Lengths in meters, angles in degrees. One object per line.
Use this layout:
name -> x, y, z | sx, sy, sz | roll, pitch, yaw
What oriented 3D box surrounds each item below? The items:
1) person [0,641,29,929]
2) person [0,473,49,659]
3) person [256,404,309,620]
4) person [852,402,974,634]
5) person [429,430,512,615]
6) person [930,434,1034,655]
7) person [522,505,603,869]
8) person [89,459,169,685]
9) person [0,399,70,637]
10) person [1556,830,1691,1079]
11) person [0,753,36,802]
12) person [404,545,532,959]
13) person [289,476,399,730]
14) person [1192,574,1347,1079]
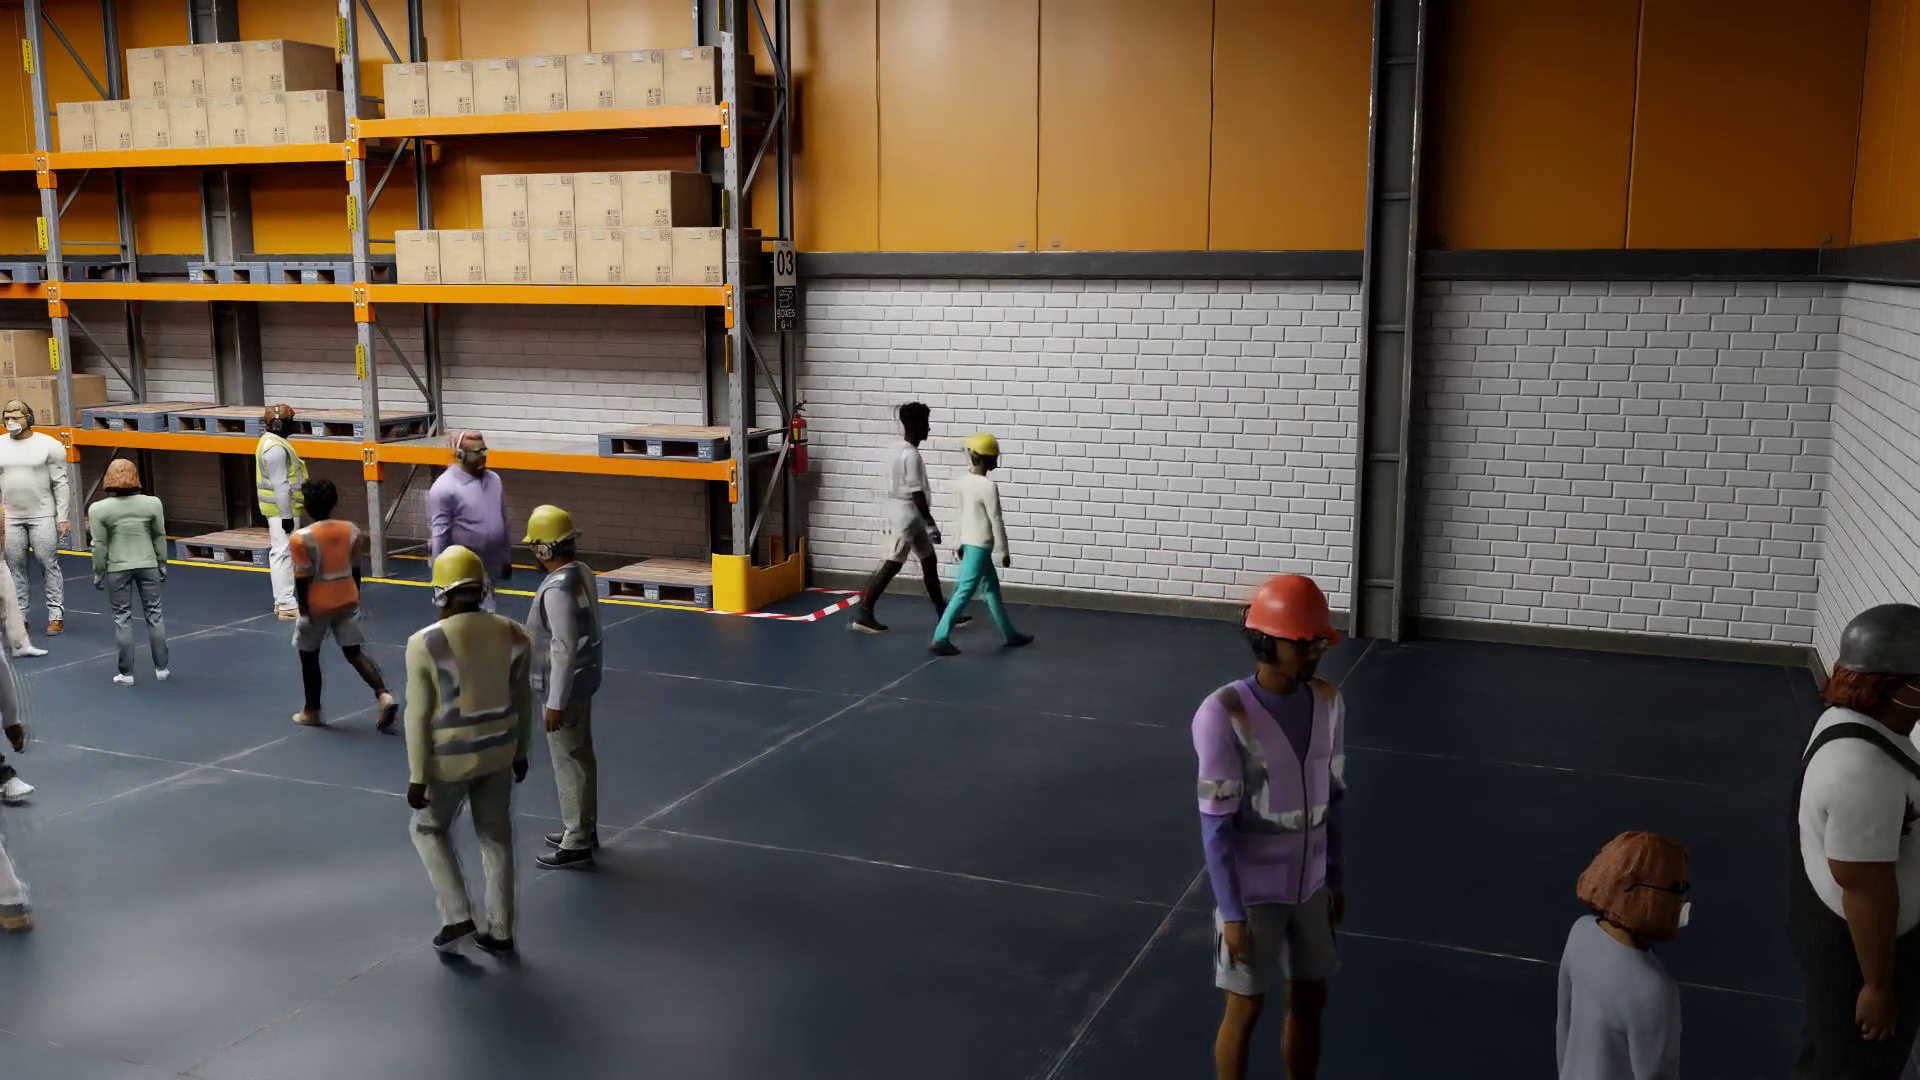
person -> -4.639, 0.854, 7.555 | 0.862, 1.833, 0.570 | 5, 10, 26
person -> -7.503, 0.136, 12.685 | 0.867, 1.590, 0.582 | 1, 9, 6
person -> -5.768, -0.244, 14.220 | 0.429, 1.843, 0.633 | -5, 10, -26
person -> -0.422, -0.176, 13.617 | 1.020, 1.919, 0.607 | -1, 9, -3
person -> -3.494, 0.133, 11.870 | 0.945, 1.869, 0.650 | 4, 10, 24
person -> 0.156, 0.035, 12.915 | 0.924, 1.719, 0.544 | -4, 10, -23
person -> -2.001, 0.731, 8.357 | 0.404, 1.826, 0.600 | -1, 9, -3
person -> -5.970, 0.229, 11.980 | 0.497, 1.634, 0.279 | -7, 12, -37
person -> -7.574, -0.175, 13.510 | 0.635, 1.939, 0.362 | -2, 10, -11
person -> 1.651, 1.518, 4.179 | 0.286, 1.632, 0.500 | -1, 9, -3
person -> -5.664, 0.583, 9.192 | 0.904, 1.856, 0.591 | -1, 9, -6
person -> -2.128, 0.927, 7.204 | 0.457, 1.812, 0.620 | 9, 13, 42
person -> -4.018, 0.421, 10.726 | 0.799, 1.670, 0.537 | 6, 11, 32
person -> 1.041, 1.116, 5.394 | 0.614, 2.041, 0.415 | -6, 11, -30
